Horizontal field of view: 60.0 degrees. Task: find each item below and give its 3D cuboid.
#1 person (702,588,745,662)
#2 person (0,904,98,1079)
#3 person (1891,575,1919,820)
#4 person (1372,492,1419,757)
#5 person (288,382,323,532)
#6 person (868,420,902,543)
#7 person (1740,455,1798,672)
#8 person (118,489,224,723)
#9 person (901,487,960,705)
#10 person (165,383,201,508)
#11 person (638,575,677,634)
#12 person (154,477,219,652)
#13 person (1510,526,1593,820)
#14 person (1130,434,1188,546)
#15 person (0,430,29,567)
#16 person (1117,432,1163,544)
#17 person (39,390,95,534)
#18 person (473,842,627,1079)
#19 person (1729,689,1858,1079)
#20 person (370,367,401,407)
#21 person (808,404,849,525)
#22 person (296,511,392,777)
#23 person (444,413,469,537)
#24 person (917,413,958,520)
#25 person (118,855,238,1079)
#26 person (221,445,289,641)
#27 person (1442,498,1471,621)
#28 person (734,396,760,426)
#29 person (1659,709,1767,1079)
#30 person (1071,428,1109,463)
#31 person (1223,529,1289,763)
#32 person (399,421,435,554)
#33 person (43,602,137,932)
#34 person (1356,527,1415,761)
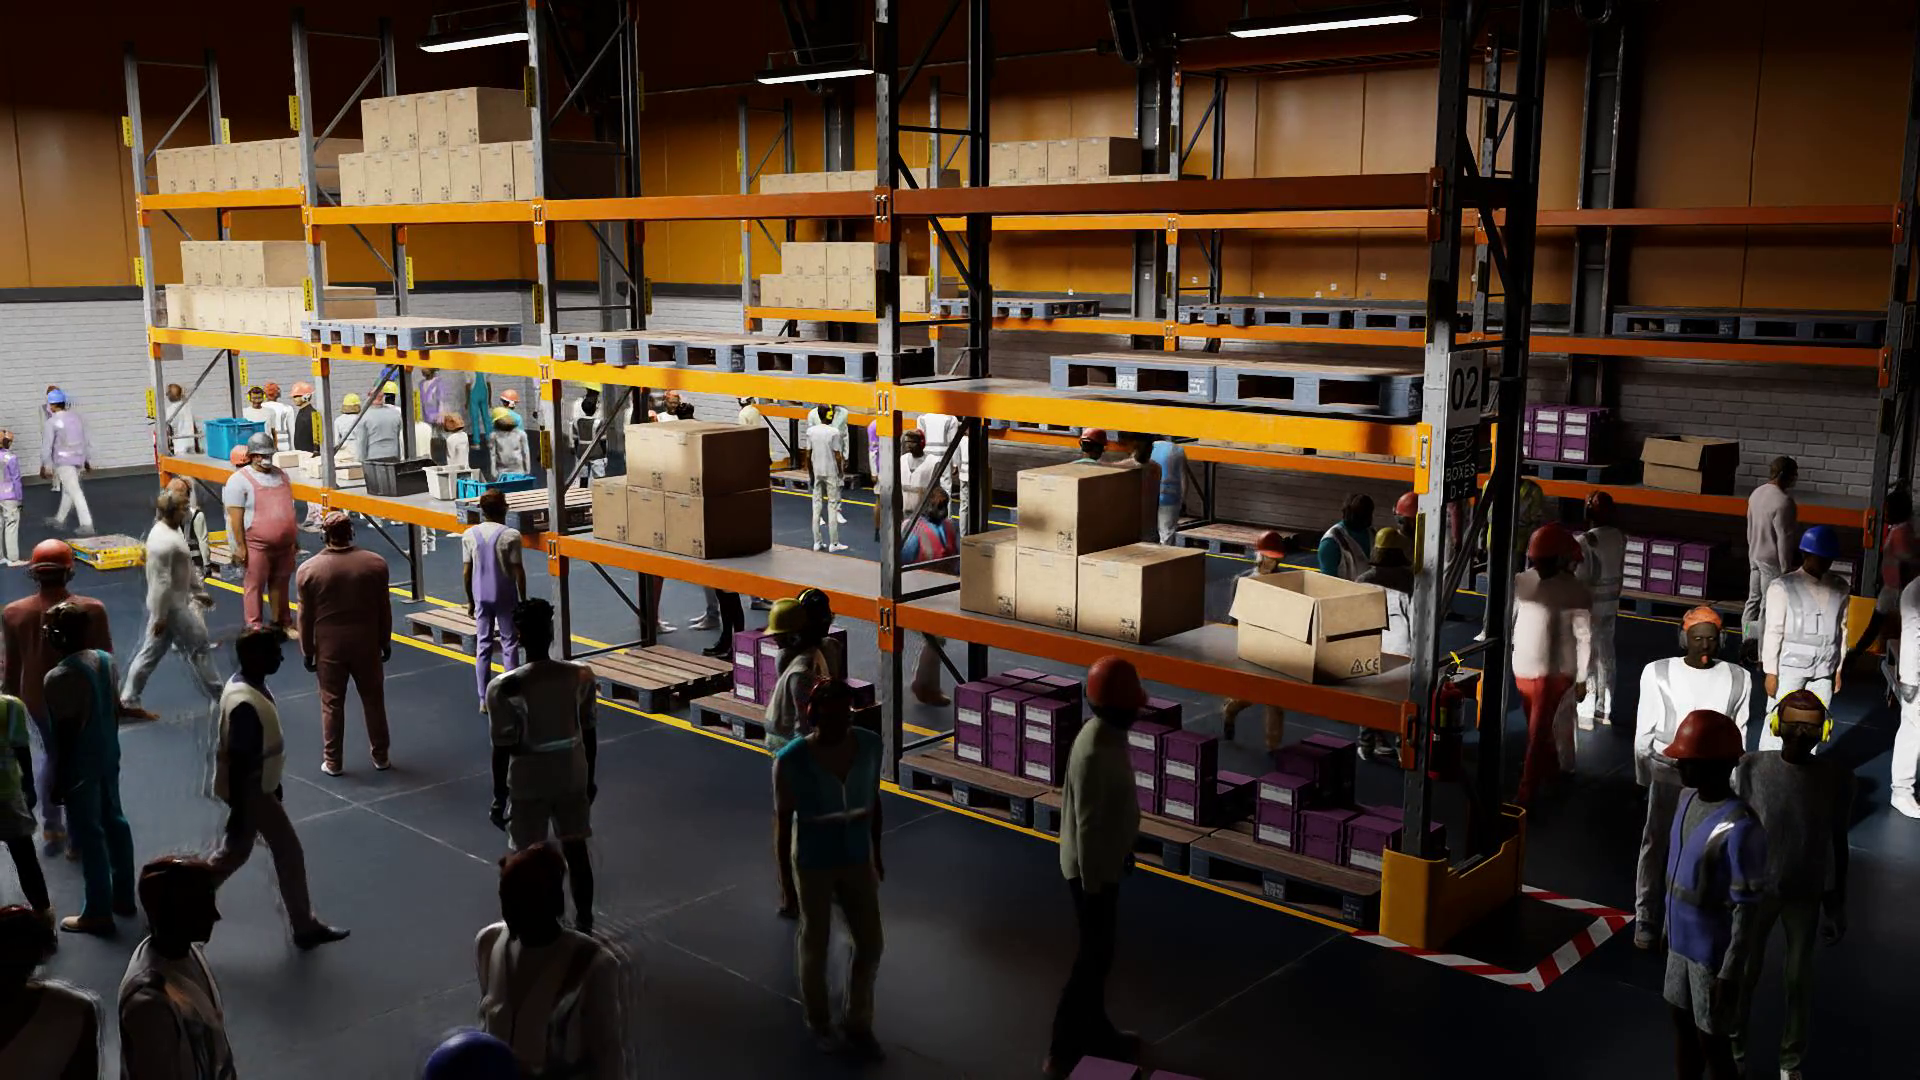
[{"bbox_3d":[-2.155,0.132,15.156,0.364,1.964,0.612,-5,11,-27],"label":"person"},{"bbox_3d":[-2.952,1.992,5.100,0.619,1.809,0.437,-2,10,-13],"label":"person"},{"bbox_3d":[6.520,0.892,11.028,0.643,1.908,0.399,-4,11,-19],"label":"person"},{"bbox_3d":[3.306,0.619,12.360,0.621,1.986,0.409,-6,12,-30],"label":"person"},{"bbox_3d":[-8.646,-1.101,22.043,0.388,1.992,0.625,-8,13,-39],"label":"person"},{"bbox_3d":[-0.913,-0.919,21.222,0.393,1.927,0.549,9,13,41],"label":"person"},{"bbox_3d":[7.230,0.208,14.817,0.371,1.935,0.627,0,10,-1],"label":"person"},{"bbox_3d":[-6.233,0.528,13.187,1.050,1.890,0.641,-5,11,-26],"label":"person"},{"bbox_3d":[-0.211,0.467,13.645,0.454,1.828,0.654,8,13,38],"label":"person"},{"bbox_3d":[-11.175,-1.324,23.747,0.619,1.829,0.521,3,10,16],"label":"person"},{"bbox_3d":[-3.009,-0.023,16.208,0.396,1.908,0.599,-5,11,-28],"label":"person"},{"bbox_3d":[-7.221,0.237,15.490,0.524,1.637,0.306,2,10,9],"label":"person"},{"bbox_3d":[3.871,0.863,11.131,0.991,1.945,0.616,-8,13,-39],"label":"person"},{"bbox_3d":[2.223,-0.416,18.739,0.669,1.812,0.436,2,10,13],"label":"person"},{"bbox_3d":[-11.259,-0.486,19.605,0.524,1.631,0.319,4,11,19],"label":"person"},{"bbox_3d":[1.817,-0.240,17.388,0.598,1.936,0.909,-5,11,-25],"label":"person"},{"bbox_3d":[-11.819,-1.022,21.870,0.984,1.891,0.633,2,10,14],"label":"person"},{"bbox_3d":[-1.331,1.882,5.561,0.583,1.862,0.748,5,11,26],"label":"person"},{"bbox_3d":[3.630,1.562,7.333,0.512,1.877,0.329,5,11,26],"label":"person"},{"bbox_3d":[-8.811,-1.698,25.631,0.649,1.928,0.441,4,11,24],"label":"person"},{"bbox_3d":[-1.790,-1.160,22.642,0.586,1.909,0.387,-5,11,-27],"label":"person"},{"bbox_3d":[-4.405,0.739,11.936,0.643,1.901,0.397,-5,11,-25],"label":"person"},{"bbox_3d":[-6.538,-0.845,21.648,0.275,1.628,0.507,2,10,12],"label":"person"},{"bbox_3d":[-0.295,-1.032,22.004,0.574,1.876,0.354,3,10,15],"label":"person"},{"bbox_3d":[-2.486,1.912,5.349,0.363,1.879,0.584,-3,11,-17],"label":"person"},{"bbox_3d":[-6.751,0.020,16.055,0.627,1.881,0.965,-6,12,-30],"label":"person"},{"bbox_3d":[4.951,-0.093,16.834,0.403,1.823,0.596,-1,10,-5],"label":"person"},{"bbox_3d":[-3.105,-1.365,24.253,0.368,1.743,0.568,3,10,16],"label":"person"},{"bbox_3d":[2.997,1.630,6.767,0.373,1.934,0.551,-1,10,-4],"label":"person"},{"bbox_3d":[1.303,-0.122,16.422,0.405,2.032,0.611,-9,13,-42],"label":"person"},{"bbox_3d":[2.221,0.758,12.281,0.570,1.734,0.626,-3,11,-19],"label":"person"},{"bbox_3d":[-6.671,-0.777,20.427,0.386,1.920,0.587,2,10,11],"label":"person"},{"bbox_3d":[-4.831,1.248,9.187,0.346,1.845,0.505,1,10,7],"label":"person"},{"bbox_3d":[3.128,0.768,12.226,0.495,1.732,0.324,2,10,9],"label":"person"}]
